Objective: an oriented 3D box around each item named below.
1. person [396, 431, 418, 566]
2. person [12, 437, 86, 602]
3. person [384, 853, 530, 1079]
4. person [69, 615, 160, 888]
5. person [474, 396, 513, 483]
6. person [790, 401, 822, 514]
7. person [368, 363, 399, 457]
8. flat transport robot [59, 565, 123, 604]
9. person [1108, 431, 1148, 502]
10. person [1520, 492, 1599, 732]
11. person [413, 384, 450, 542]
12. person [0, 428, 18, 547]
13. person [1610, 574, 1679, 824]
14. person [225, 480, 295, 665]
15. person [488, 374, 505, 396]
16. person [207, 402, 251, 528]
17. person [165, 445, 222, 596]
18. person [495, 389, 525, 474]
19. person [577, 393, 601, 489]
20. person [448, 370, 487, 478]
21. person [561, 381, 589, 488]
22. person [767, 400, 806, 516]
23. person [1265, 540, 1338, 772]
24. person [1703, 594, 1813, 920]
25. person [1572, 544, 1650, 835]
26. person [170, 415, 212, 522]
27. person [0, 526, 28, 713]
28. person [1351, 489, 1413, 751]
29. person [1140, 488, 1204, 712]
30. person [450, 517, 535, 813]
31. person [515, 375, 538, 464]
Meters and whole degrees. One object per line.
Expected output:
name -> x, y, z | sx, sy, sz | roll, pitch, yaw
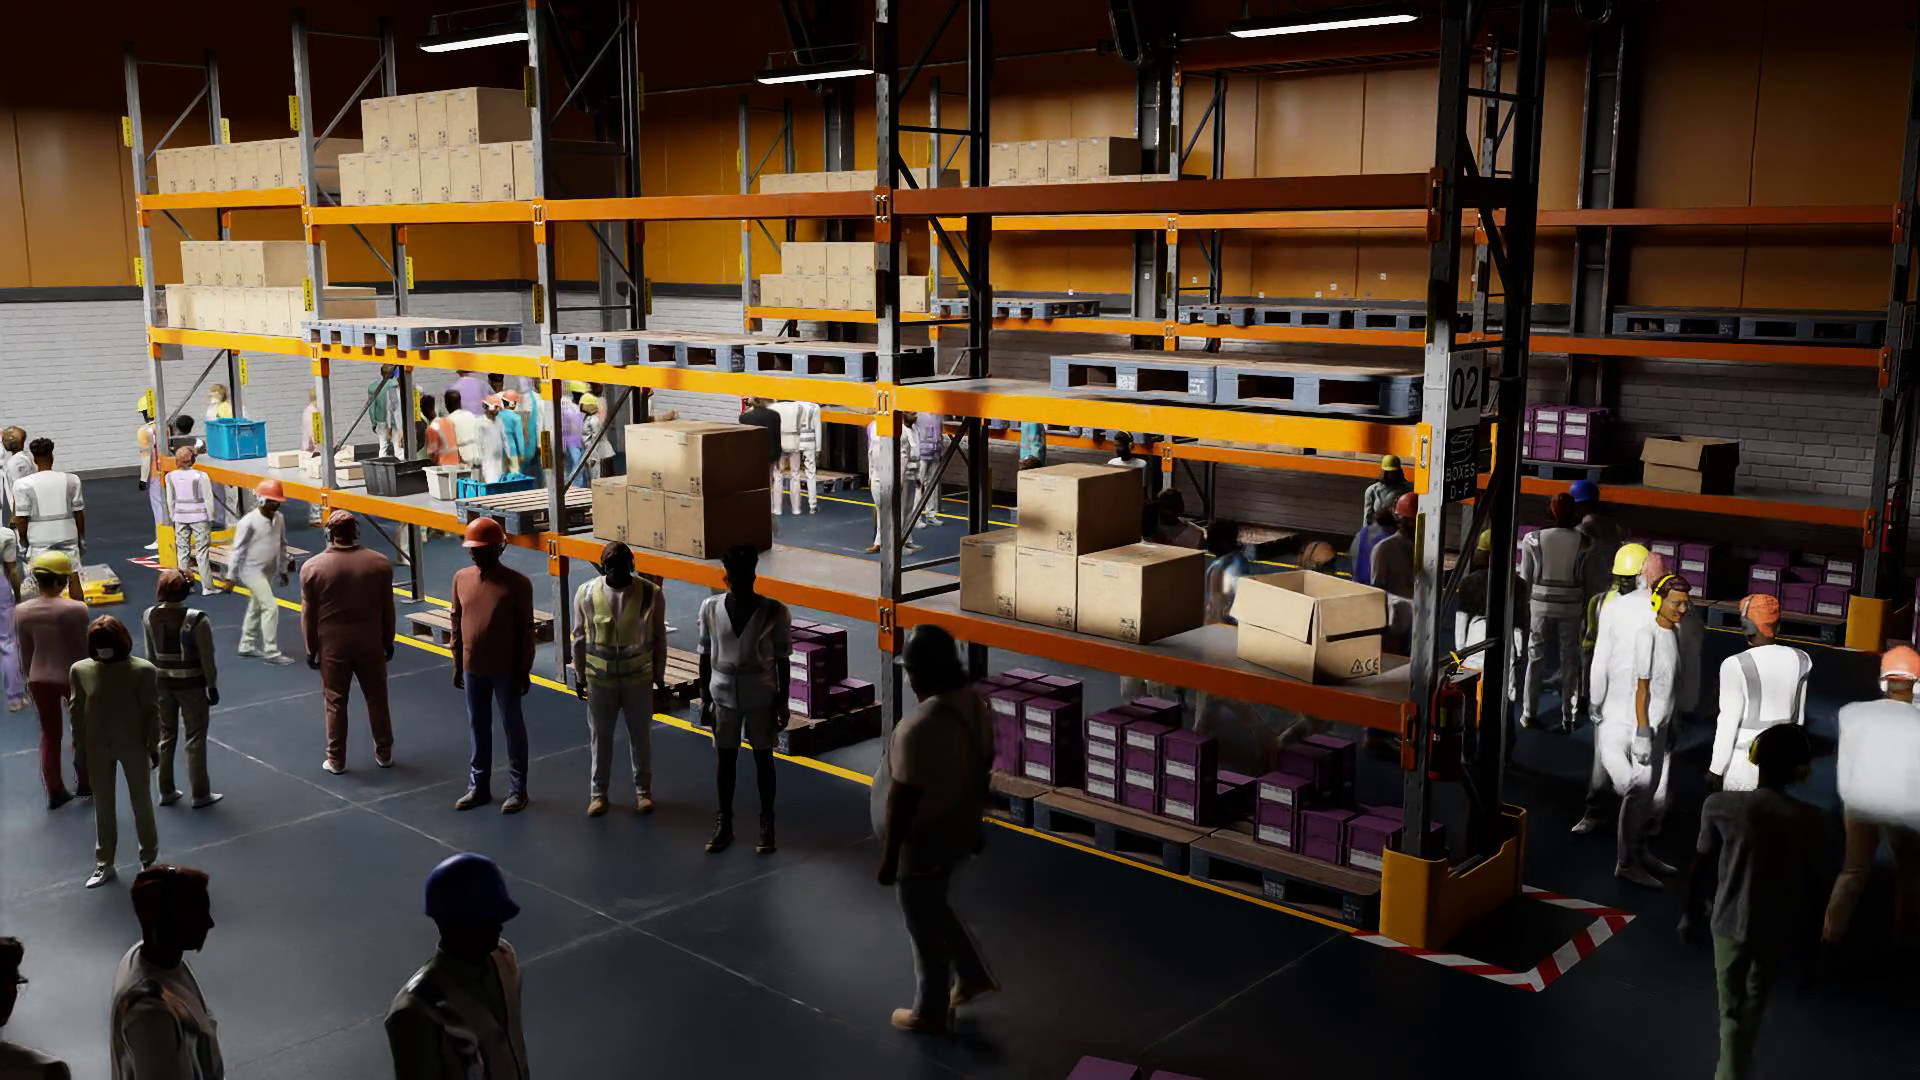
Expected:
person -> -6.558, -0.506, 19.740 | 0.323, 1.627, 0.530 | -2, 10, -12
person -> -8.699, -0.004, 15.931 | 0.608, 1.963, 0.369 | -9, 14, -42
person -> -1.517, 1.905, 5.183 | 0.389, 1.948, 0.609 | 2, 10, 11
person -> -4.988, 1.239, 9.841 | 0.497, 1.633, 0.289 | -2, 10, -9
person -> -6.458, -1.131, 23.071 | 0.622, 1.696, 0.599 | 4, 11, 23
person -> -2.237, -1.302, 23.494 | 0.575, 1.886, 0.362 | 1, 10, 3
person -> -9.076, -1.862, 26.505 | 0.635, 1.937, 0.352 | 0, 10, -1
flat transport robot -> -9.520, 0.475, 18.008 | 0.652, 0.197, 1.431 | -7, 12, -33
person -> 1.756, -0.238, 17.571 | 0.533, 1.855, 0.335 | 8, 13, 38
person -> 4.657, 0.561, 13.000 | 0.573, 1.876, 0.355 | 4, 11, 21
person -> -6.920, -1.007, 21.386 | 0.535, 2.000, 0.683 | 6, 12, 31
person -> -12.020, -0.796, 20.629 | 0.356, 1.887, 0.572 | 0, 10, 1
person -> 4.541, 0.996, 10.995 | 0.528, 1.718, 0.820 | -5, 11, -25
person -> -6.360, 0.288, 15.094 | 0.667, 1.688, 0.605 | 2, 10, 12
person -> -7.762, -2.025, 27.979 | 0.289, 1.746, 0.487 | -4, 11, -24
person -> -9.804, -0.973, 22.108 | 0.766, 1.729, 0.348 | 1, 10, 6
person -> -8.285, -0.197, 17.948 | 0.512, 1.639, 0.307 | 1, 10, 5
person -> -6.433, -1.281, 23.788 | 0.574, 1.740, 0.349 | 6, 12, 30
person -> -5.157, -1.172, 23.153 | 0.290, 1.746, 0.487 | -5, 11, -28
person -> -7.885, -1.939, 26.722 | 0.640, 2.023, 0.519 | -7, 12, -34
person -> -5.580, -1.391, 23.960 | 0.686, 1.899, 0.605 | 6, 12, 30
person -> -2.441, -1.297, 23.370 | 0.585, 1.919, 0.381 | -2, 10, -10
person -> 2.372, 0.879, 11.352 | 0.630, 1.825, 0.746 | -8, 13, -40
person -> 4.402, 1.220, 9.226 | 0.572, 1.887, 0.356 | -3, 11, -18
person -> 4.213, 0.970, 10.527 | 0.586, 1.928, 0.380 | 9, 13, 41
person -> -9.708, -0.723, 20.890 | 0.555, 1.663, 0.480 | -4, 11, -22
person -> -7.863, 0.502, 13.447 | 0.502, 1.837, 0.349 | -3, 11, -18
person -> 3.208, 0.547, 12.601 | 0.669, 2.000, 0.742 | -4, 11, -19
person -> 1.698, 0.477, 13.568 | 0.563, 1.837, 0.389 | 3, 10, 17
person -> -3.133, 0.831, 11.124 | 0.608, 1.995, 0.377 | 3, 10, 14
person -> -7.591, -2.268, 28.963 | 0.402, 1.893, 0.757 | -1, 10, -6
